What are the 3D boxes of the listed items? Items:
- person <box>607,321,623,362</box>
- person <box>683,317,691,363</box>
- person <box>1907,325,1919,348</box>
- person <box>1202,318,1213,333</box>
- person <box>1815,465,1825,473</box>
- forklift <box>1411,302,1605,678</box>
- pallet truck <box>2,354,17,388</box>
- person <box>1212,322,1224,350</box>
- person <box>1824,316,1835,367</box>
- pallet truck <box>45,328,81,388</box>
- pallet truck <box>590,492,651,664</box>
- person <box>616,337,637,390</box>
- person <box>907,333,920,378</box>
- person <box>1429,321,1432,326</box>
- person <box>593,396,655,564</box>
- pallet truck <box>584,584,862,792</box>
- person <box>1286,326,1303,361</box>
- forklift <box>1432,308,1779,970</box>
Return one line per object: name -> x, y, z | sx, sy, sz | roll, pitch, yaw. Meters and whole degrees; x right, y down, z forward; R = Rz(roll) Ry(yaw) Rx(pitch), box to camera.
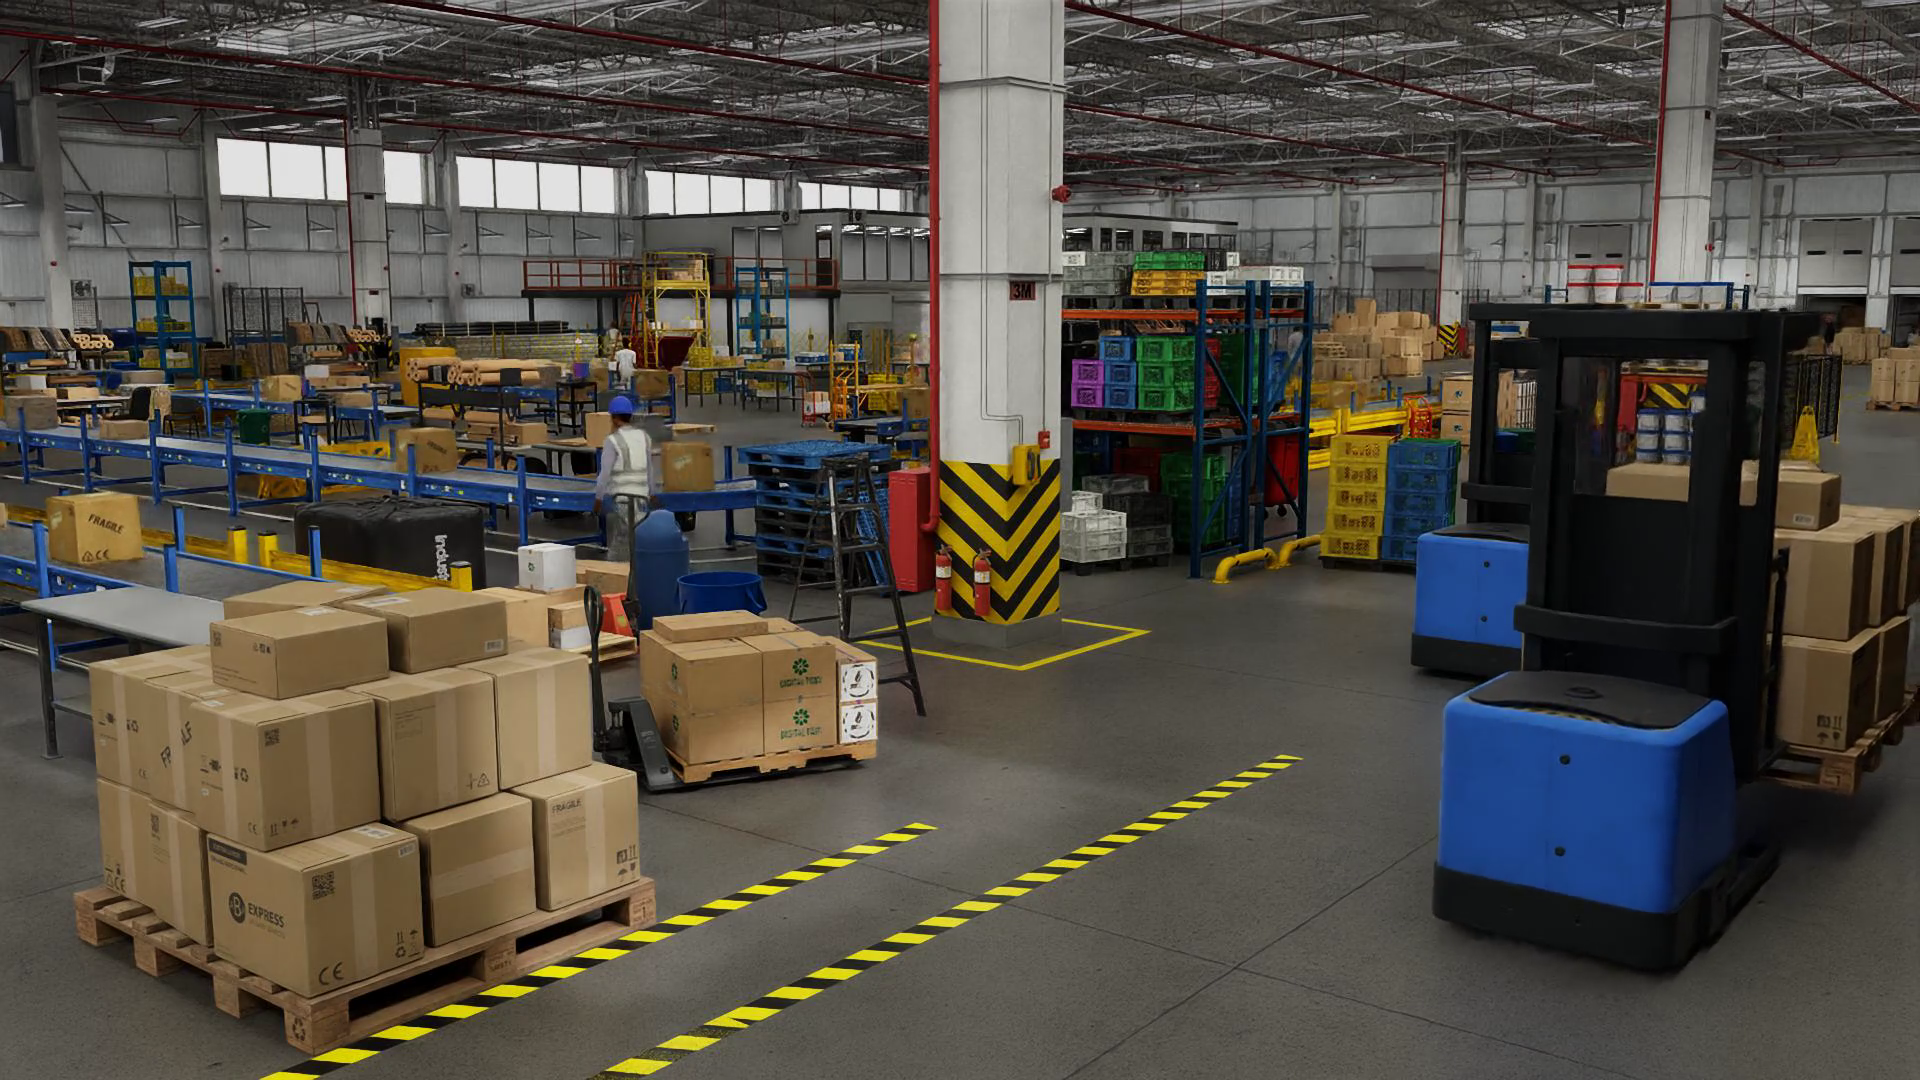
person -> -13.067, -7.342, 62.870 | 0.578, 1.856, 0.882 | 1, 9, 8
person -> -11.256, -8.254, 68.742 | 0.370, 1.927, 0.588 | -1, 8, -4
person -> 33.006, -6.531, 57.508 | 0.992, 1.824, 0.549 | -1, 8, -6
person -> 9.148, -7.219, 61.376 | 0.393, 2.039, 0.613 | 5, 10, 31
person -> 6.111, 0.285, 12.004 | 0.540, 1.682, 0.540 | 7, 11, 41
forklift -> 4.379, -0.438, 12.852 | 1.129, 2.768, 1.873 | 7, 11, 37
pallet truck -> -24.881, -4.417, 42.634 | 1.885, 1.965, 0.823 | 8, 11, 41
person -> 7.829, -5.691, 51.081 | 0.535, 2.000, 0.684 | 7, 11, 38
person -> 33.960, -7.736, 65.019 | 0.377, 1.995, 0.609 | 4, 9, 23
pallet truck -> -23.775, -4.544, 43.495 | 1.885, 1.965, 0.823 | 6, 10, 35
pallet truck -> -3.115, 0.344, 12.883 | 0.653, 1.274, 1.630 | 7, 11, 37
person -> -7.838, -3.843, 39.197 | 0.532, 1.870, 0.316 | 1, 9, 9
person -> -1.309, -5.149, 48.425 | 0.525, 1.742, 0.690 | -7, 11, -40
person -> 22.121, -9.765, 78.911 | 1.039, 1.948, 0.621 | -4, 9, -25
person -> -3.297, -0.453, 16.265 | 0.991, 1.893, 0.633 | 4, 9, 27
pallet truck -> -1.426, 0.805, 10.019 | 1.601, 1.201, 0.680 | -4, 9, -26
person -> 10.666, -5.924, 53.024 | 0.654, 1.925, 0.516 | -4, 9, -27
forklift -> 3.094, 0.319, 7.750 | 1.129, 2.768, 1.873 | 7, 11, 37
